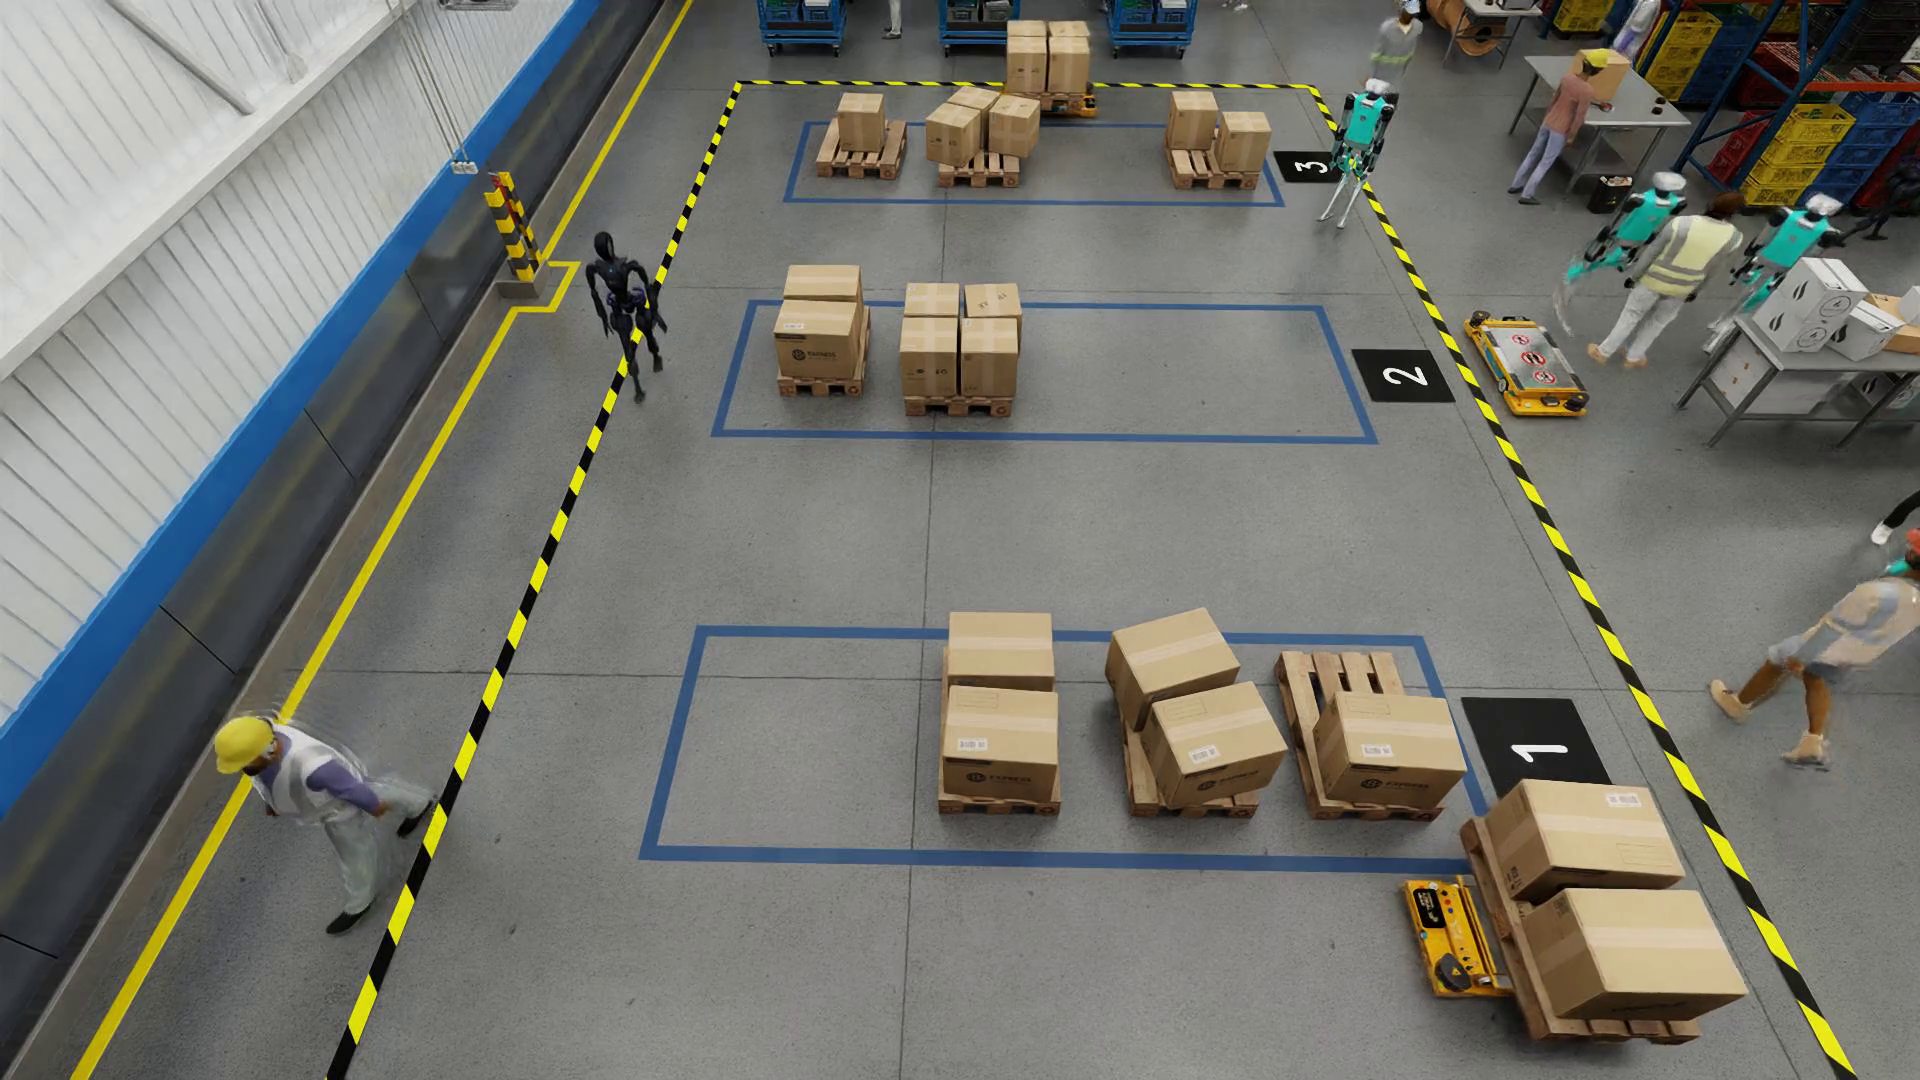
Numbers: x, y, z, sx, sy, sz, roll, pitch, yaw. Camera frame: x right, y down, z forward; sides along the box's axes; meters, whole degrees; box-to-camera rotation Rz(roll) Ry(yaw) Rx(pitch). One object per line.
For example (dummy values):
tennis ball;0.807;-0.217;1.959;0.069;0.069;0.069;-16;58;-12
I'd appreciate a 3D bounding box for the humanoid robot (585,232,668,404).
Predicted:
humanoid robot;-3.025;-2.077;8.431;0.583;1.630;0.787;-7;49;-6

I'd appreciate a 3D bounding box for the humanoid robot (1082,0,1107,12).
humanoid robot;2.290;-9.392;14.757;0.784;1.889;0.544;36;58;27

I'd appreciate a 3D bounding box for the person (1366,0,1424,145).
person;5.402;-5.876;11.583;0.592;1.837;0.438;-2;49;-2

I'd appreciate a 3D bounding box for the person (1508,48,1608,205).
person;7.014;-4.821;10.721;0.337;1.760;0.523;-10;50;-9

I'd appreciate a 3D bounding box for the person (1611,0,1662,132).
person;8.803;-6.366;11.896;1.017;1.992;0.635;23;53;19

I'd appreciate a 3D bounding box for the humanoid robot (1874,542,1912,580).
humanoid robot;7.118;-0.007;6.631;0.540;1.872;0.741;14;51;12

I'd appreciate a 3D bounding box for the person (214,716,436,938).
person;-3.666;1.505;5.230;0.606;1.778;0.943;21;52;17

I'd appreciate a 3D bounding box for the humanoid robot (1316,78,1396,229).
humanoid robot;4.483;-4.353;10.238;0.533;1.681;0.735;33;57;25

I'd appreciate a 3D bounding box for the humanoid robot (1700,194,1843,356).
humanoid robot;7.761;-2.560;8.784;1.024;1.720;0.559;-33;57;-25

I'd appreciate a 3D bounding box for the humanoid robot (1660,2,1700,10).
humanoid robot;10.508;-7.789;13.344;0.576;1.643;0.589;-8;50;-7

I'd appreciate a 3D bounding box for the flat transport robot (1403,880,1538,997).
flat transport robot;3.490;2.361;5.471;1.431;0.197;0.652;1;49;1

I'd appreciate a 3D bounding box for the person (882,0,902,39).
person;-1.045;-8.694;14.015;0.390;1.846;0.564;3;49;2

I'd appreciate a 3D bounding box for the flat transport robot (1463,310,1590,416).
flat transport robot;5.573;-1.757;9.054;0.659;0.231;1.431;1;49;1

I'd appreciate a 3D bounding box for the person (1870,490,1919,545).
person;7.879;-0.589;6.985;0.527;1.868;0.312;25;54;20

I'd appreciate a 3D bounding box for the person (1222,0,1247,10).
person;4.618;-9.600;14.866;0.295;1.743;0.484;-36;58;-27

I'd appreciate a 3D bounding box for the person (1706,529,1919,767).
person;5.583;0.707;5.757;0.602;2.027;0.729;2;49;1

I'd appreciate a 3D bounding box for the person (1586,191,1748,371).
person;6.615;-2.392;8.583;0.666;1.823;0.432;16;51;13

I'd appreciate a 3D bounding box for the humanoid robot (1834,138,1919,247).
humanoid robot;10.455;-3.997;10.094;0.762;1.637;0.613;1;49;1

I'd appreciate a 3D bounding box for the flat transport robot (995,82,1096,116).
flat transport robot;1.177;-6.214;12.893;1.431;0.197;0.652;1;49;1

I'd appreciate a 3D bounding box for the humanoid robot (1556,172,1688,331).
humanoid robot;6.409;-2.894;9.098;0.530;1.812;0.796;3;49;3
